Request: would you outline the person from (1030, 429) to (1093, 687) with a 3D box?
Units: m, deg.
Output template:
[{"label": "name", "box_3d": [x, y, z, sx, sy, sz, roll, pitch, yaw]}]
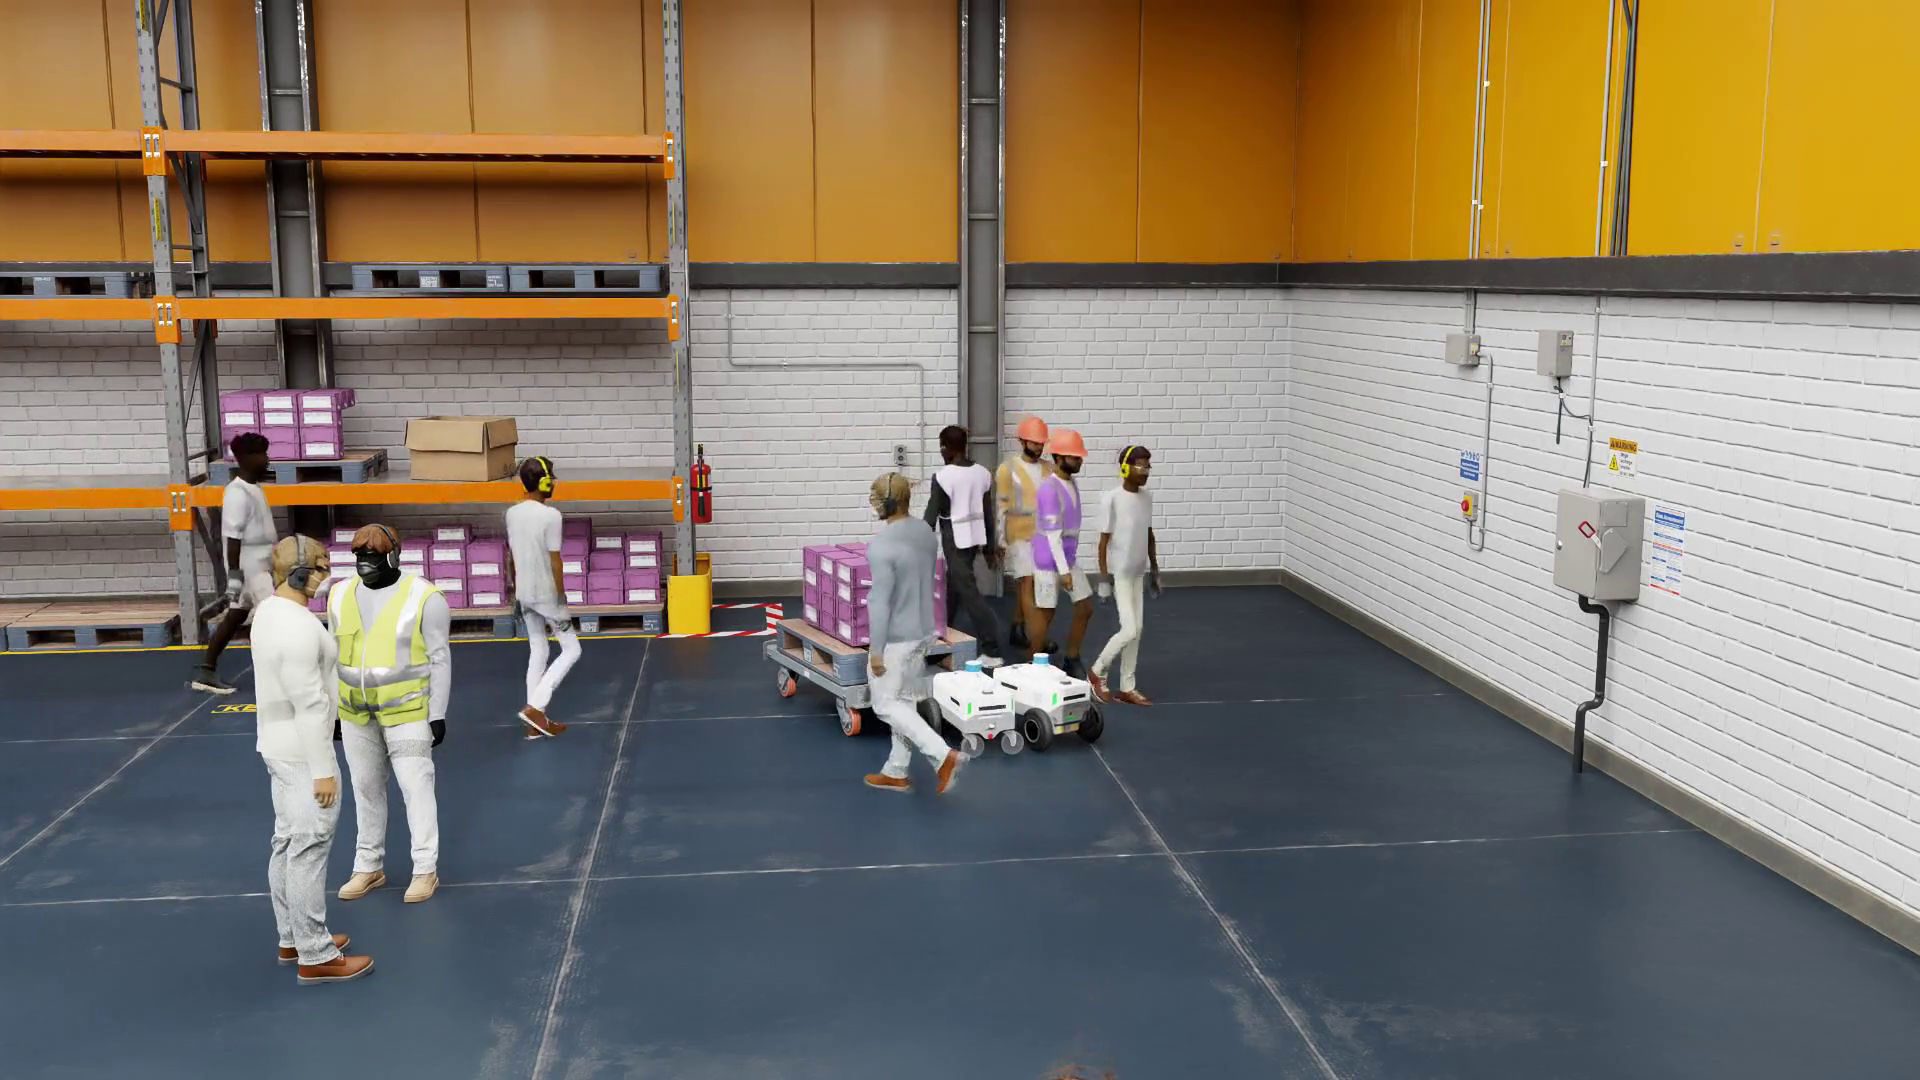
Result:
[{"label": "person", "box_3d": [0.774, 0.156, 12.034, 0.658, 1.915, 0.555, 6, 11, 31]}]

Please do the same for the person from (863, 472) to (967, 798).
[{"label": "person", "box_3d": [-0.279, 0.563, 9.523, 0.689, 1.916, 0.658, 5, 11, 30]}]

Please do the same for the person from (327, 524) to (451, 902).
[{"label": "person", "box_3d": [-2.779, 0.833, 8.040, 0.633, 1.842, 0.429, 1, 9, 8]}]

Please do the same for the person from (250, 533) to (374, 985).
[{"label": "person", "box_3d": [-2.813, 0.930, 7.144, 0.373, 1.938, 0.630, -6, 11, -35]}]

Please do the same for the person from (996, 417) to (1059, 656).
[{"label": "person", "box_3d": [0.614, -0.016, 13.173, 0.558, 1.893, 0.871, -6, 11, -32]}]

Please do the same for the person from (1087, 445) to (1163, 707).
[{"label": "person", "box_3d": [1.192, 0.257, 11.638, 0.393, 1.856, 0.526, 8, 12, 42]}]

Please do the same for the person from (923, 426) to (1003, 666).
[{"label": "person", "box_3d": [-0.019, 0.042, 12.953, 1.009, 1.861, 0.585, 7, 11, 37]}]

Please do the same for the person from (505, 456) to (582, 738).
[{"label": "person", "box_3d": [-2.699, 0.383, 10.813, 0.550, 1.855, 0.391, 6, 11, 35]}]

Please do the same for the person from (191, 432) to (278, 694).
[{"label": "person", "box_3d": [-5.092, 0.175, 11.928, 0.994, 1.920, 0.619, -2, 9, -14]}]

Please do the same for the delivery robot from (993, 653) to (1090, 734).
[{"label": "delivery robot", "box_3d": [0.525, 0.980, 10.833, 0.477, 0.478, 0.707, -6, 11, -34]}]

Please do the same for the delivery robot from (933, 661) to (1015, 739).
[{"label": "delivery robot", "box_3d": [0.086, 1.015, 10.616, 0.477, 0.478, 0.707, -3, 10, -19]}]
